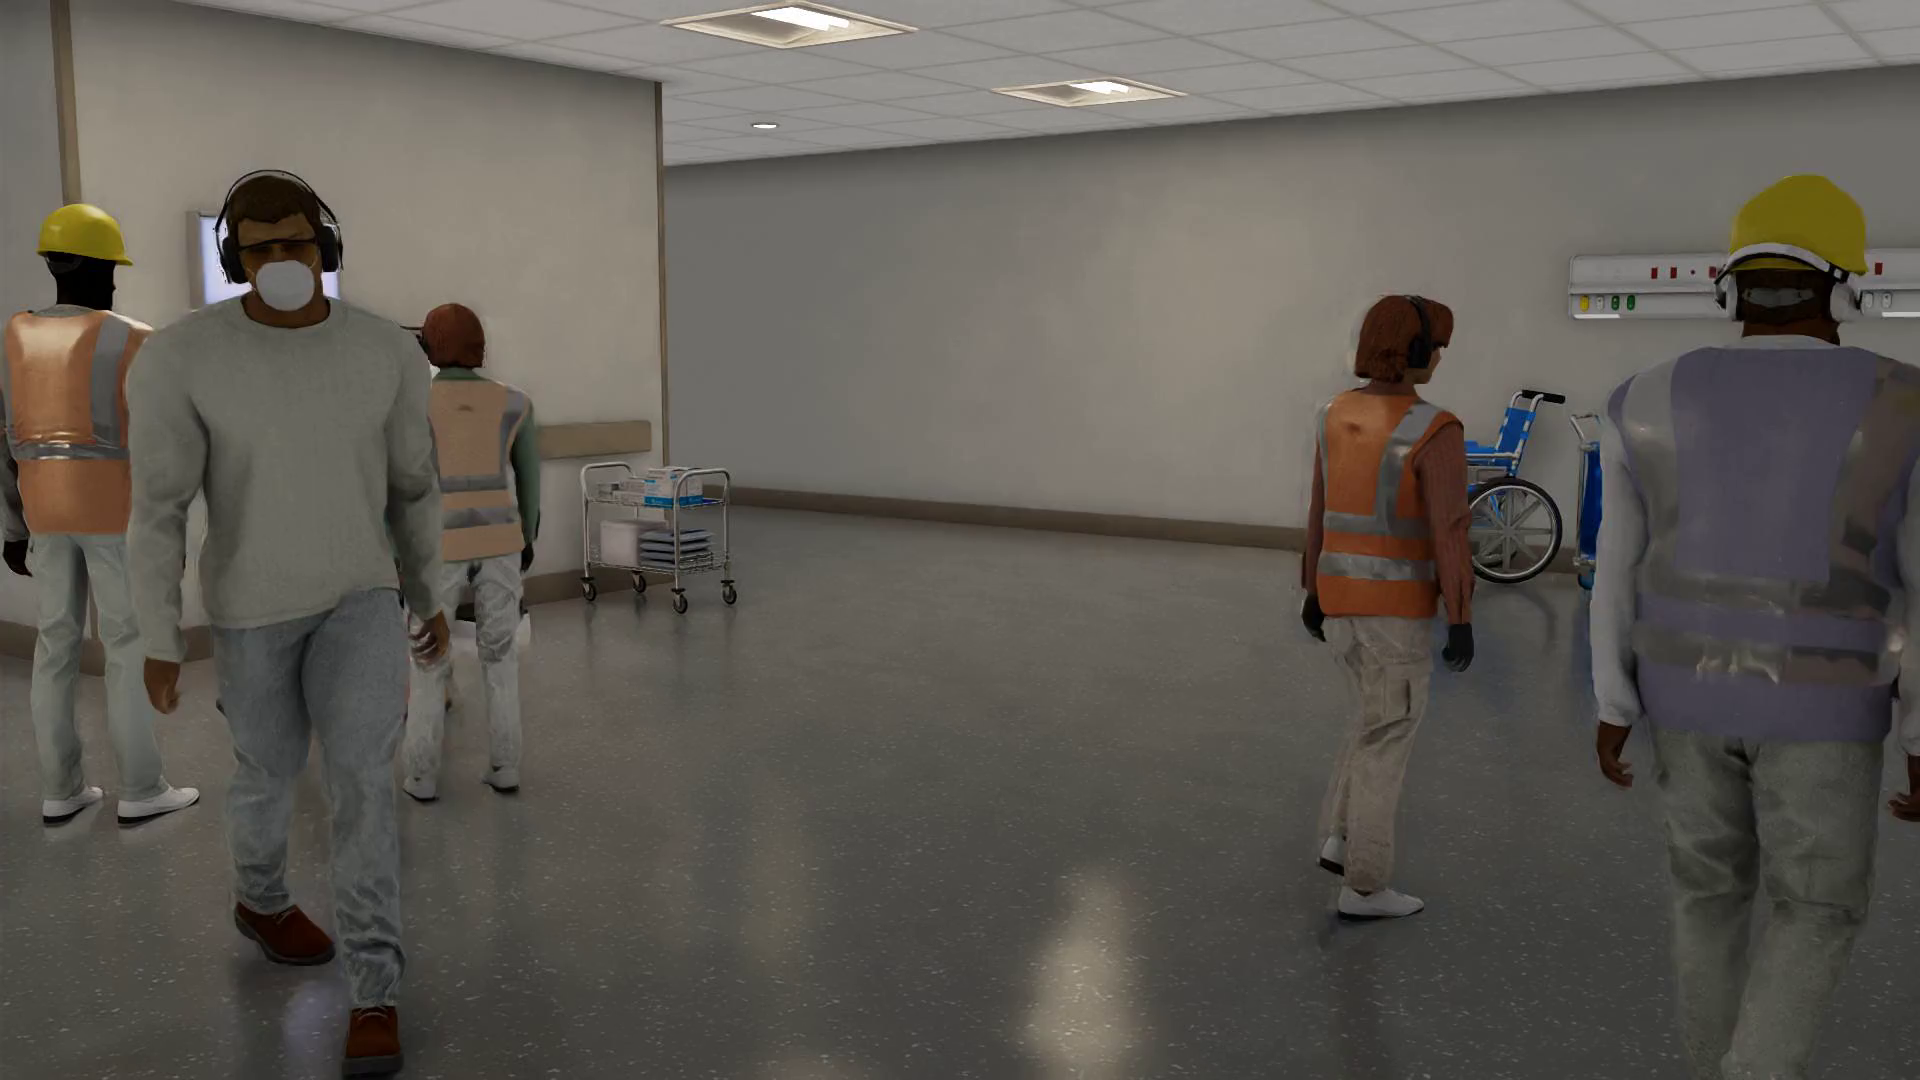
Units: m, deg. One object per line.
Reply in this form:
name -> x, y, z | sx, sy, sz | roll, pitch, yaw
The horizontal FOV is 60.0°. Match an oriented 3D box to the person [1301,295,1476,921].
person -> 1.127, 0.182, 4.333 | 0.404, 1.622, 0.548 | -3, 8, -26

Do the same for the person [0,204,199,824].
person -> -2.713, -0.075, 5.203 | 0.595, 1.925, 0.372 | 1, 7, 5

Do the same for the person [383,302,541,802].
person -> -1.630, 0.045, 5.435 | 0.554, 1.625, 0.380 | -4, 8, -31

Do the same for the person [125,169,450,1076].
person -> -1.476, 0.144, 3.705 | 0.685, 1.882, 1.004 | -4, 8, -31

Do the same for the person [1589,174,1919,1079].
person -> 1.382, 0.276, 2.880 | 0.598, 1.811, 0.720 | 5, 9, 37

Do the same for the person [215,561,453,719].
person -> -2.425, -0.097, 6.476 | 0.887, 1.652, 0.531 | 1, 7, 5
